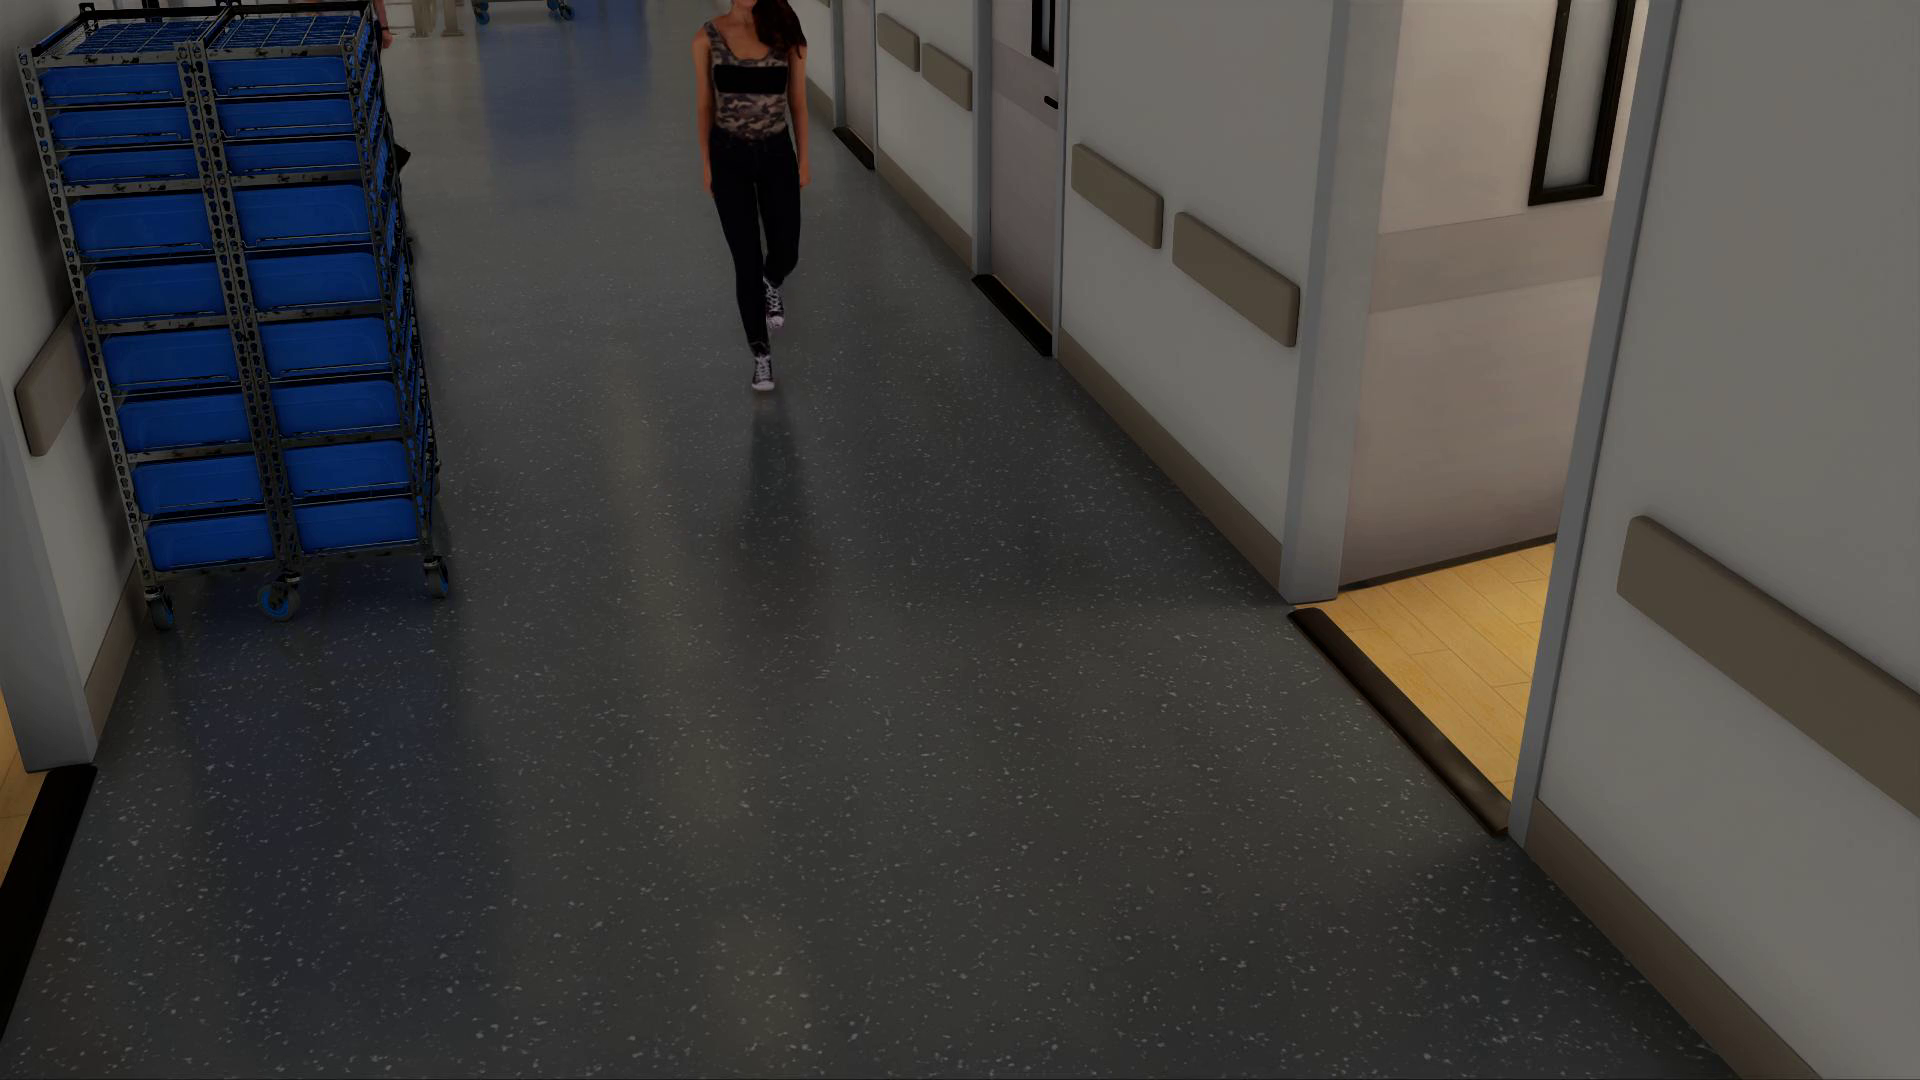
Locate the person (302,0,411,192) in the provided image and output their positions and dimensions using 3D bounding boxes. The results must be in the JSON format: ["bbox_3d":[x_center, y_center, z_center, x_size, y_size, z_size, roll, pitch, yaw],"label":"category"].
[{"bbox_3d":[-3.452,-2.867,9.491,1.029,1.846,0.969,16,30,30],"label":"person"}]

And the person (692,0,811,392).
[{"bbox_3d":[-0.855,-1.526,6.818,0.660,1.753,0.962,-4,26,-8],"label":"person"}]
